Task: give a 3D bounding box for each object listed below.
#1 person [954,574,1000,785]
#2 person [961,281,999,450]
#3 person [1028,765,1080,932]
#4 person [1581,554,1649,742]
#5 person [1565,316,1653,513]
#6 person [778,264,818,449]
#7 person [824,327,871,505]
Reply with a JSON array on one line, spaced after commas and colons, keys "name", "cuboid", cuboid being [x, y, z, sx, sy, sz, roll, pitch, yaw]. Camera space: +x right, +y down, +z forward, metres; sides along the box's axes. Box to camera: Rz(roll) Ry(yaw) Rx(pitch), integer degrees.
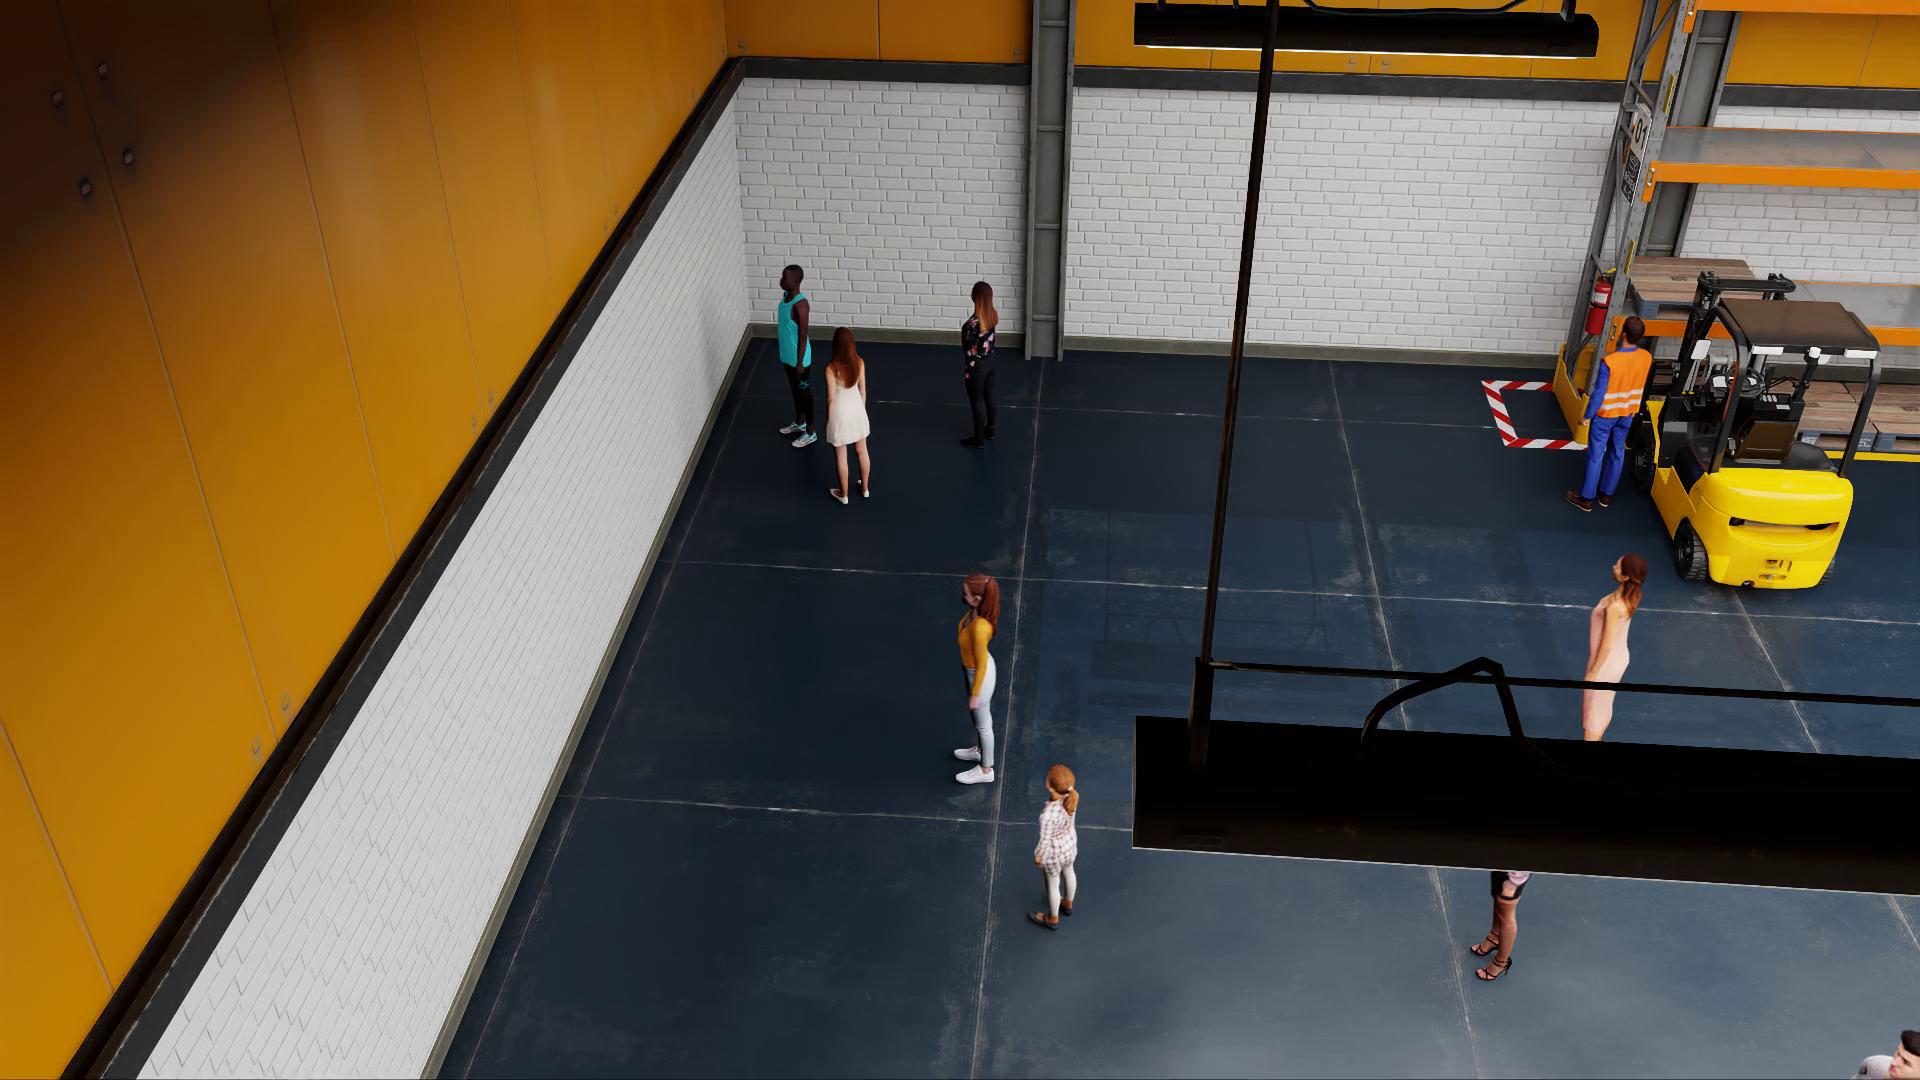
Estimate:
[{"name": "person", "cuboid": [0.130, 0.960, 11.646, 0.553, 1.749, 0.610, 0, 34, 0]}, {"name": "person", "cuboid": [0.199, -1.656, 15.642, 0.658, 1.684, 0.652, 21, 39, 28]}, {"name": "person", "cuboid": [0.627, 1.938, 10.570, 0.668, 1.312, 0.624, 26, 42, 33]}, {"name": "person", "cuboid": [4.561, 0.870, 11.708, 0.690, 1.831, 0.664, 24, 41, 32]}, {"name": "person", "cuboid": [5.753, -1.117, 14.668, 0.692, 1.864, 0.831, -11, 35, -15]}, {"name": "person", "cuboid": [-1.534, -1.753, 15.673, 0.683, 1.811, 0.675, -16, 37, -22]}, {"name": "person", "cuboid": [-1.004, -1.116, 14.805, 0.623, 1.711, 0.707, -17, 37, -24]}]
